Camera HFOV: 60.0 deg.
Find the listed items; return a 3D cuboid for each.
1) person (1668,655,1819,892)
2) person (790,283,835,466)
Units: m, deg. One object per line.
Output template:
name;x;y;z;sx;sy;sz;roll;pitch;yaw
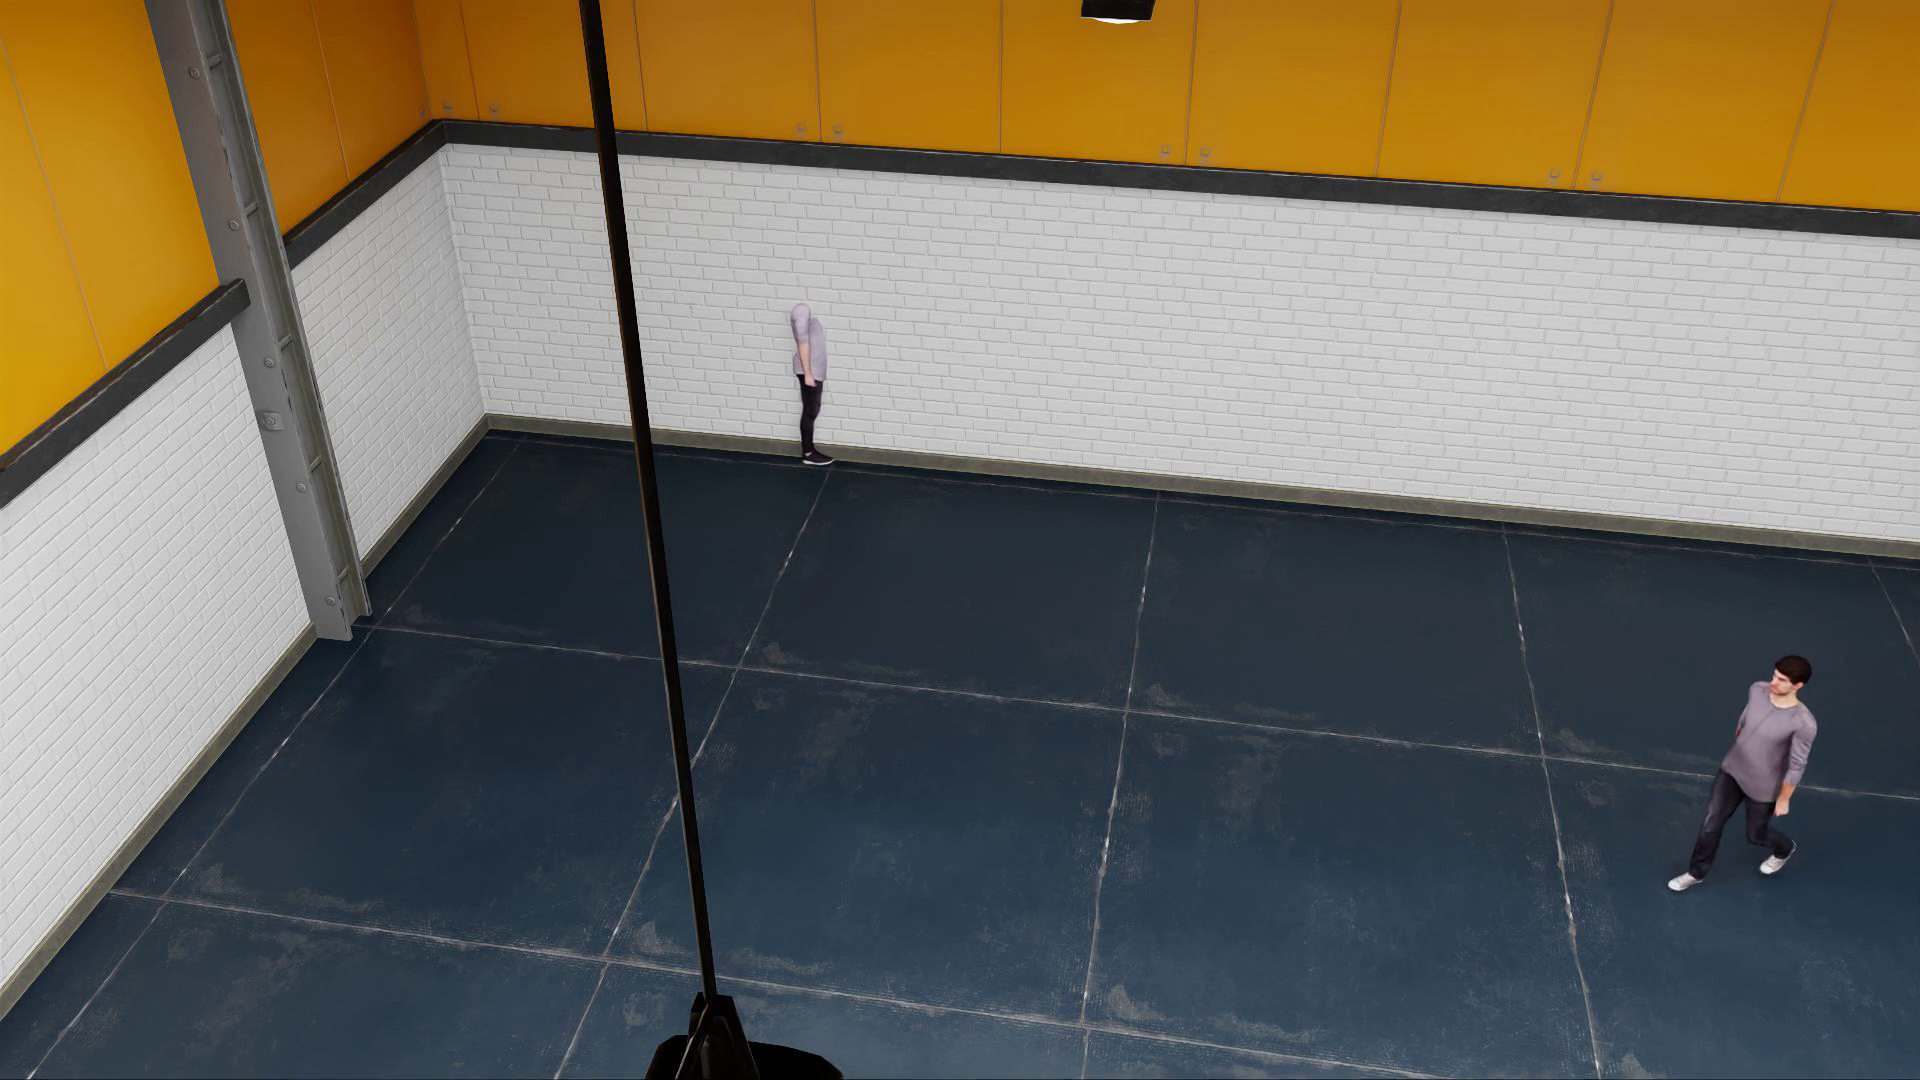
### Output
person;5.060;1.473;10.441;1.105;1.825;1.152;-13;36;-18
person;-1.356;-1.573;15.016;0.757;1.835;0.559;2;34;2
